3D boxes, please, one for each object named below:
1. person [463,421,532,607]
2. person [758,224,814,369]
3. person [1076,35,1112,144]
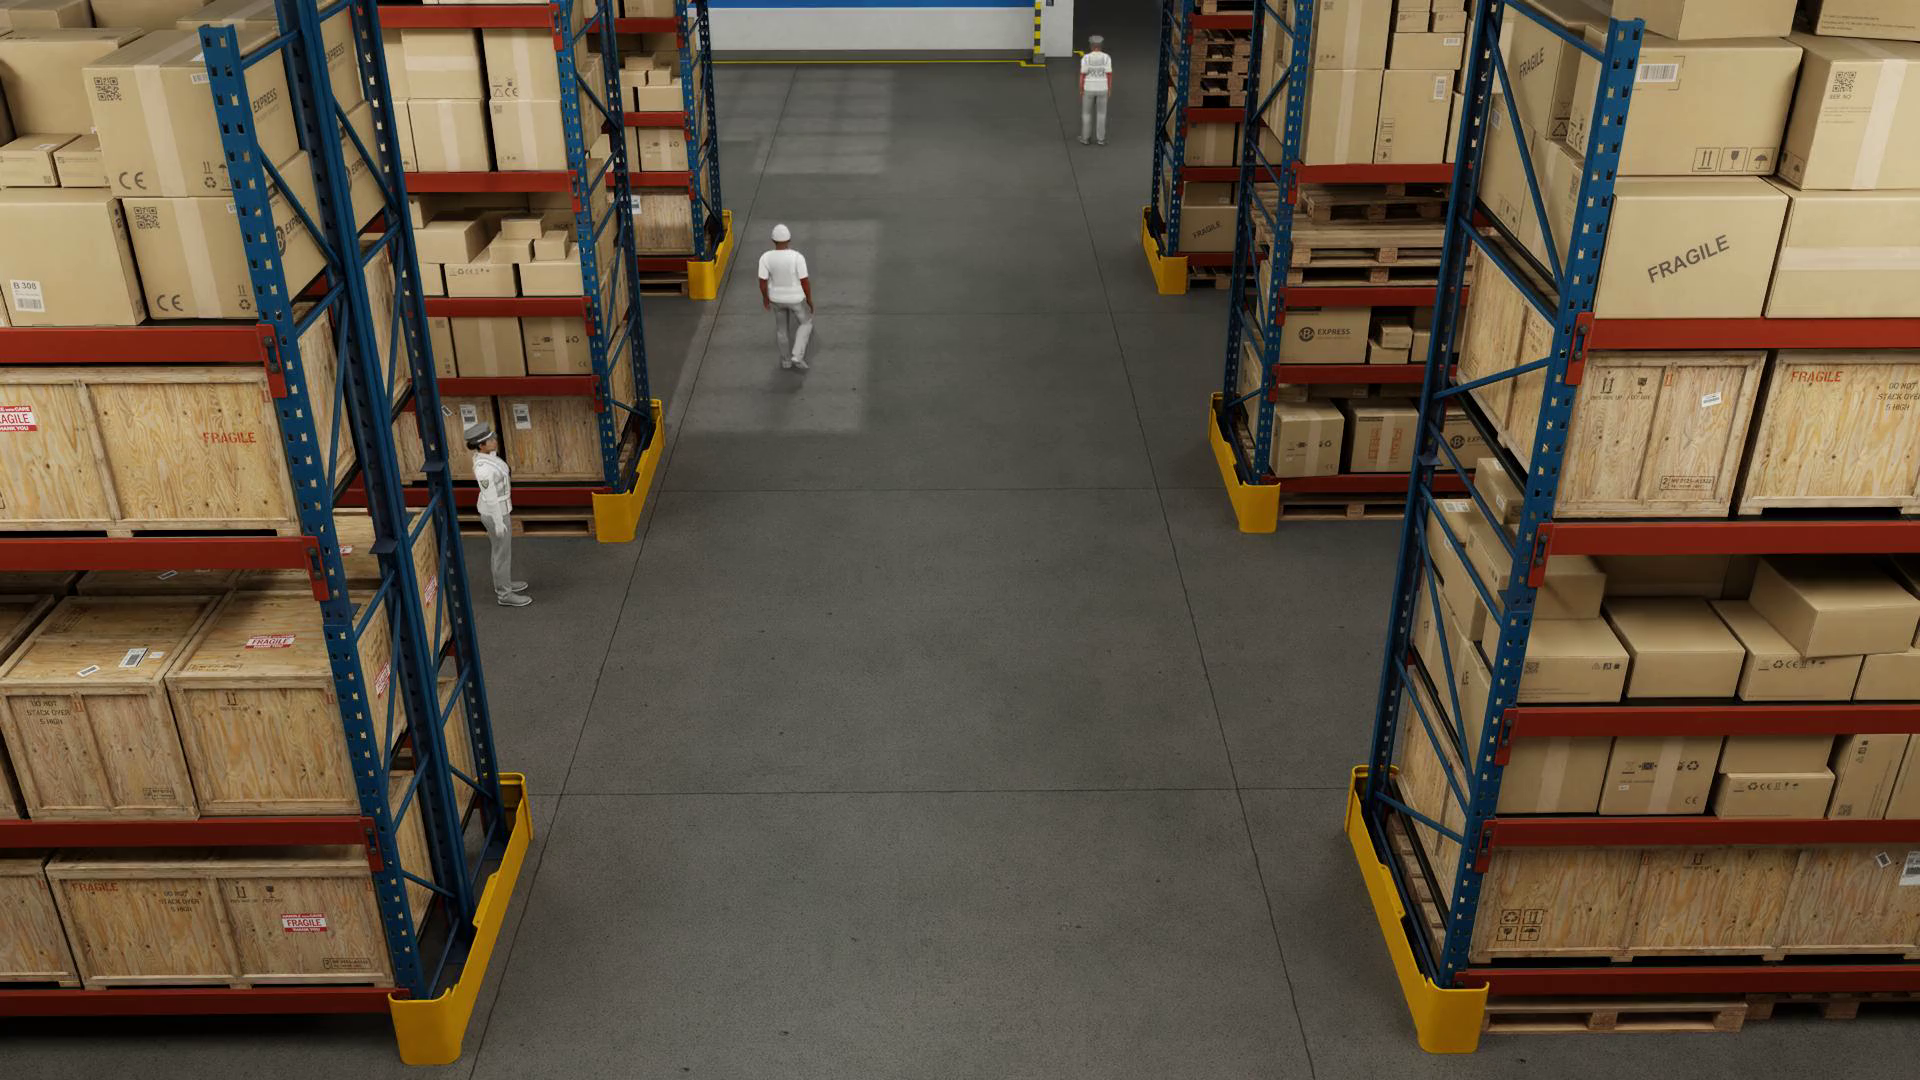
[{"bbox_3d":[-4.022,-0.241,14.438,0.367,1.693,0.457,-9,29,-15],"label":"person"},{"bbox_3d":[-1.962,-2.774,19.017,0.613,1.763,0.613,5,29,9],"label":"person"},{"bbox_3d":[2.264,-7.570,27.982,0.546,1.766,0.431,0,28,0],"label":"person"}]
